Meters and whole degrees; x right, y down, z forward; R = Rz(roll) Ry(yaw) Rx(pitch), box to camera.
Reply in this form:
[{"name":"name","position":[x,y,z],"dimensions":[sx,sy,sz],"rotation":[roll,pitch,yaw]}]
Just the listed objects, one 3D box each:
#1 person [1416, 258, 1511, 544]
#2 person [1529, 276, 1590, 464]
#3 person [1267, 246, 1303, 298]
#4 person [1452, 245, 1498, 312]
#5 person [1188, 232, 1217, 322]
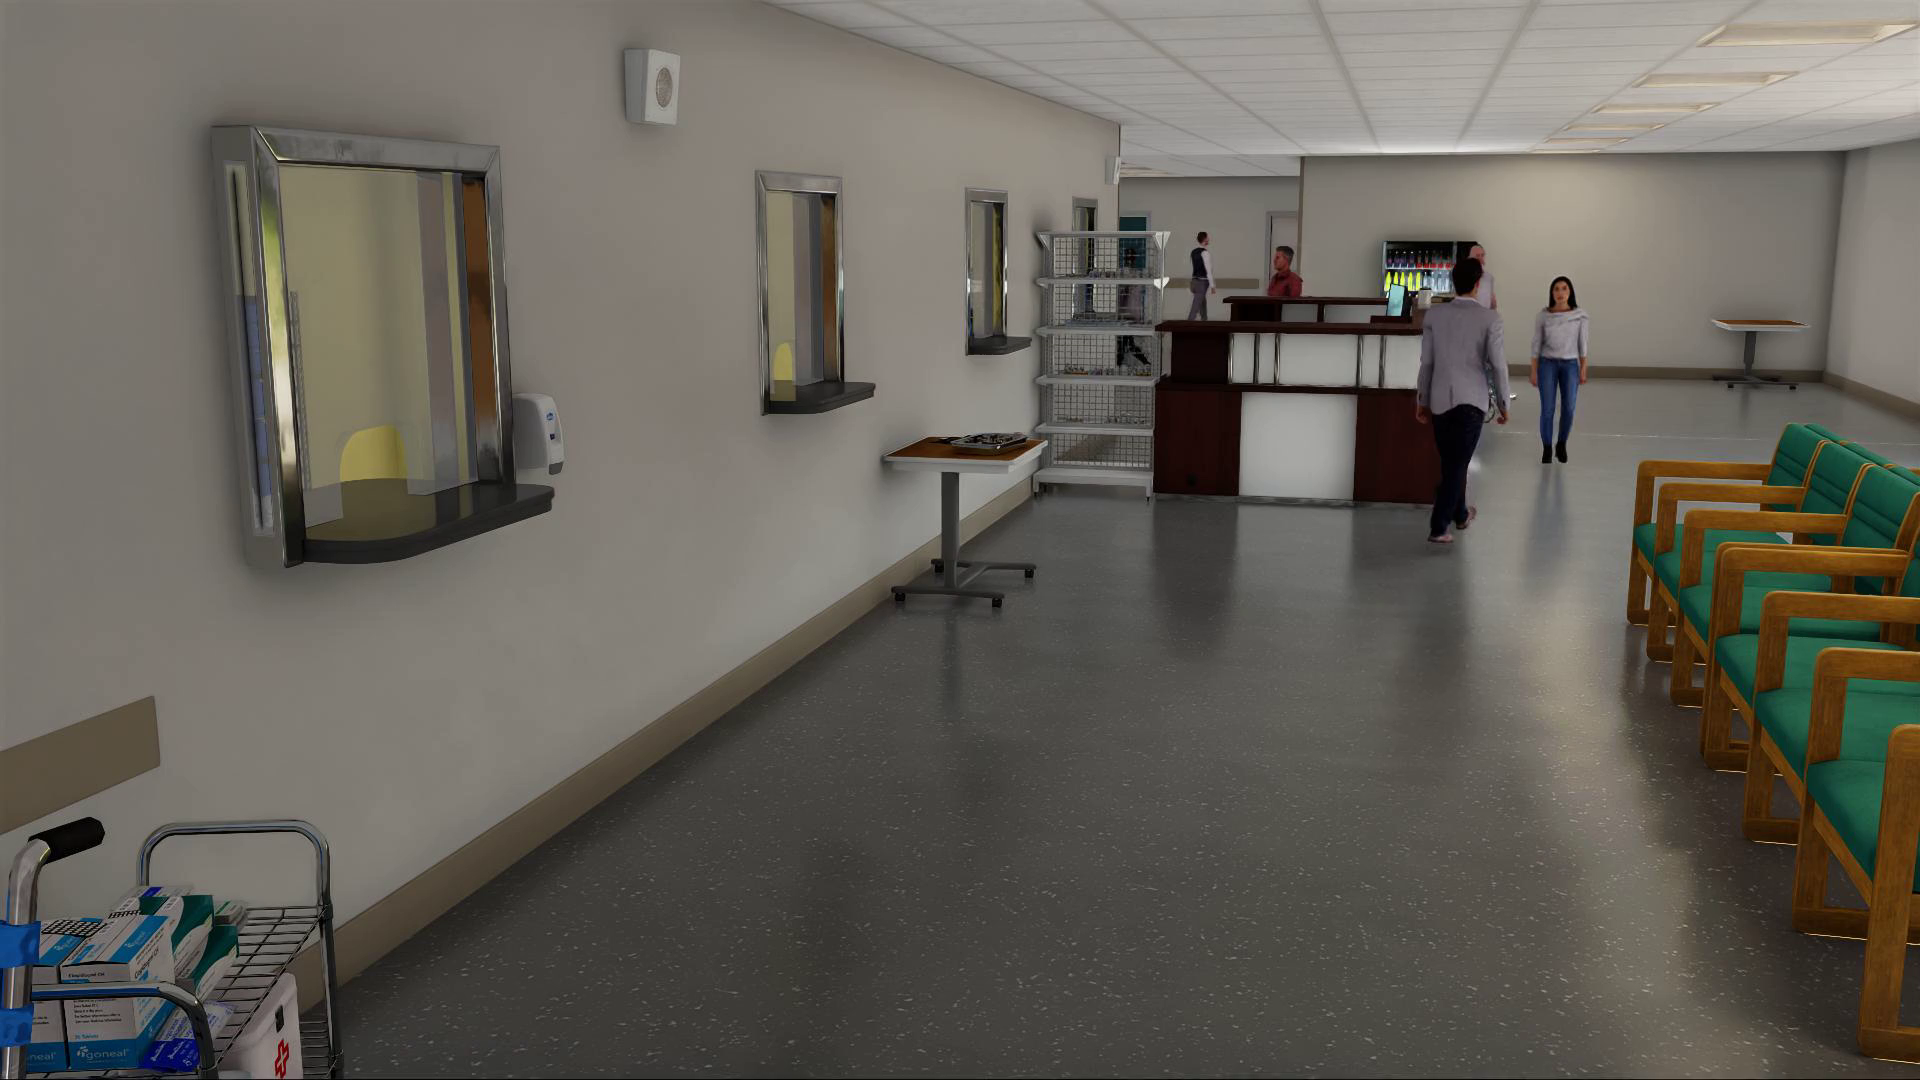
[{"name":"person","position":[3.152,-0.840,10.616],"dimensions":[1.247,1.797,1.062],"rotation":[8,13,36]},{"name":"person","position":[5.143,-1.451,14.325],"dimensions":[0.527,1.614,0.678],"rotation":[3,11,16]},{"name":"person","position":[3.657,-2.315,18.413],"dimensions":[1.308,1.788,1.053],"rotation":[-2,11,-11]},{"name":"person","position":[5.731,-2.399,18.761],"dimensions":[0.801,1.823,0.871],"rotation":[-5,12,-26]},{"name":"person","position":[4.271,-4.620,30.216],"dimensions":[1.093,1.916,0.988],"rotation":[-4,11,-20]}]
